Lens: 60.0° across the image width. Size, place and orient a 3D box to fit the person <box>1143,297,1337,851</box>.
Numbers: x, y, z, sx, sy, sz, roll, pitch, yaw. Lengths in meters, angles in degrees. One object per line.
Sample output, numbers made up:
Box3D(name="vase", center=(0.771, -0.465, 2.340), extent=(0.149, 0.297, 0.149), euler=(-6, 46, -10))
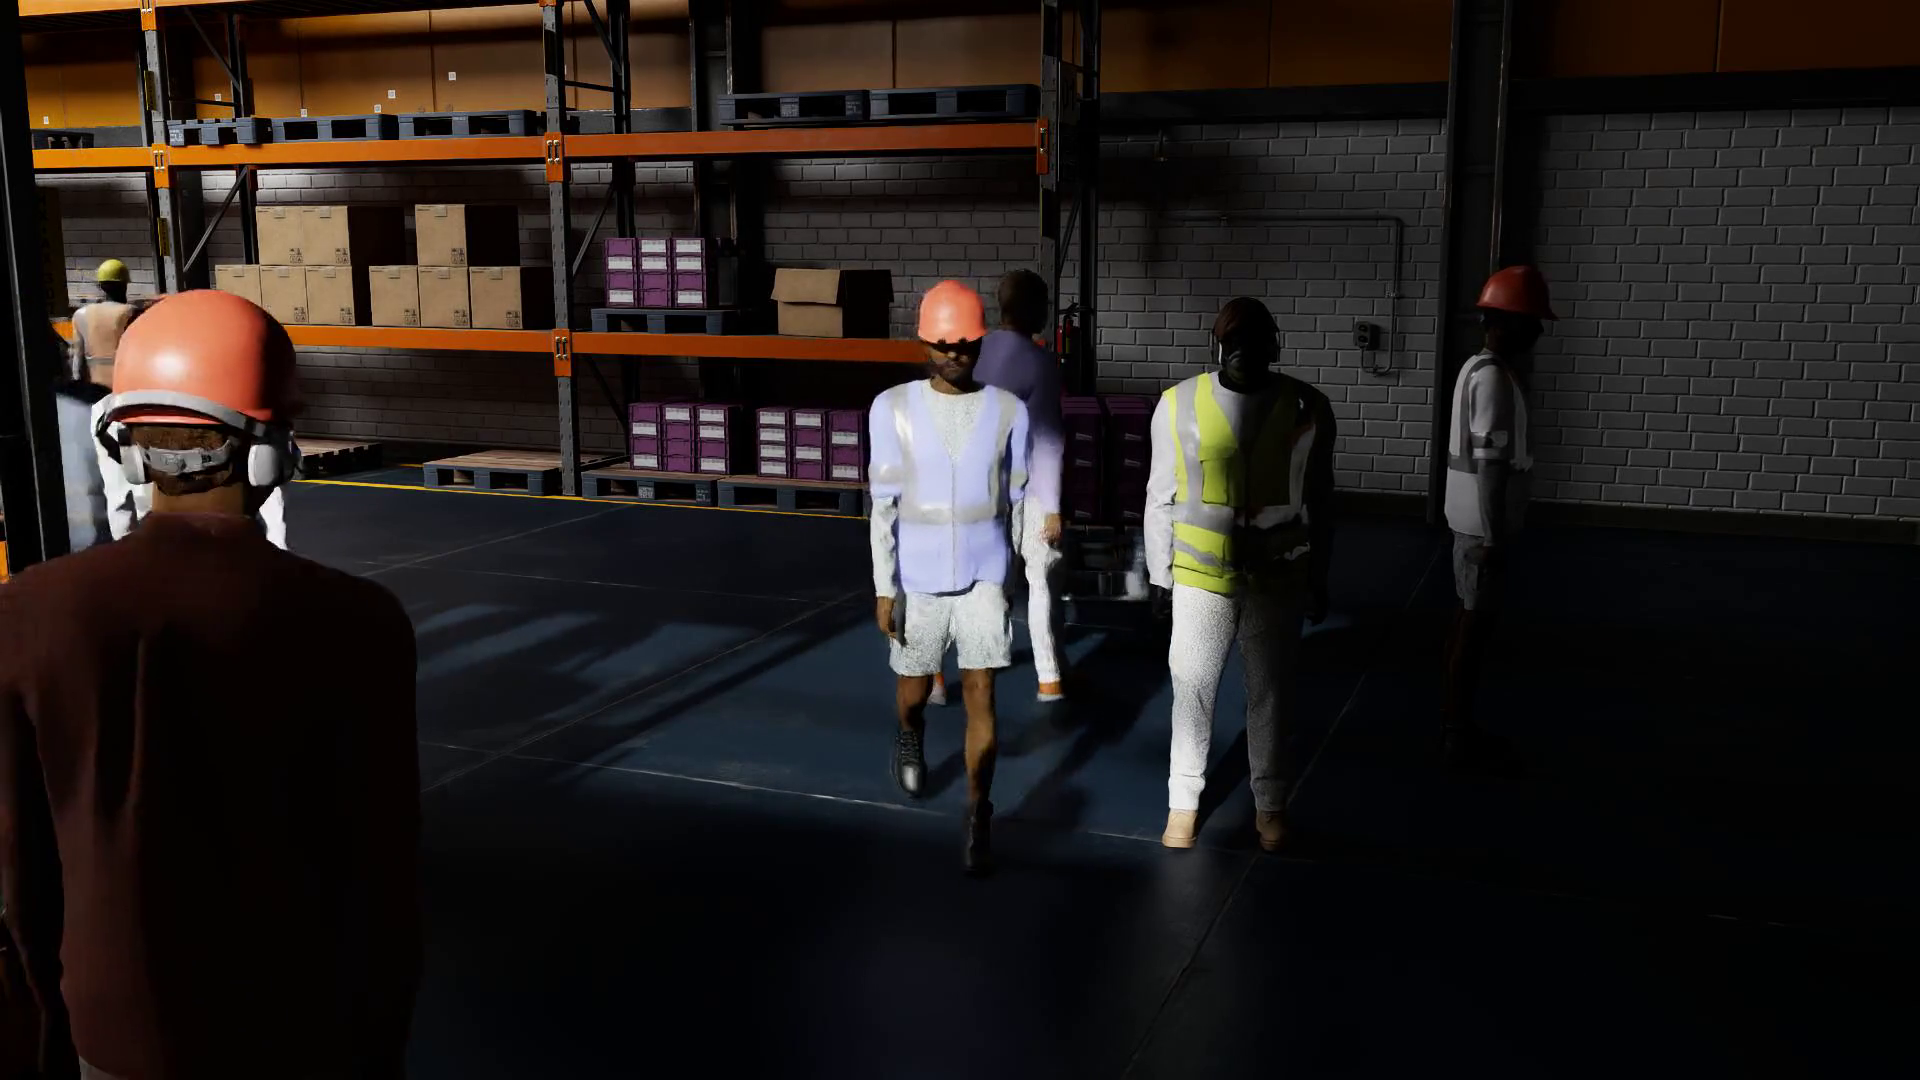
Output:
Box3D(name="person", center=(0.926, 0.123, 5.529), extent=(0.635, 1.842, 0.429), euler=(1, 10, 5))

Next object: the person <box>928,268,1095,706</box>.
Box3D(name="person", center=(0.193, -0.208, 7.178), extent=(0.862, 1.916, 0.645), euler=(-8, 13, -37))

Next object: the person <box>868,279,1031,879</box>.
Box3D(name="person", center=(-0.042, 0.087, 5.555), extent=(0.536, 1.917, 0.821), euler=(-1, 10, -6))

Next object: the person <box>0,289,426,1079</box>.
Box3D(name="person", center=(-1.042, 0.657, 2.244), extent=(0.616, 1.970, 0.820), euler=(0, 10, 1))

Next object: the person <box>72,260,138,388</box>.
Box3D(name="person", center=(-6.311, -1.163, 12.576), extent=(0.609, 1.874, 0.999), euler=(0, 10, -1))

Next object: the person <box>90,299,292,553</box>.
Box3D(name="person", center=(-2.803, 0.037, 6.073), extent=(0.586, 1.831, 1.034), euler=(-8, 13, -38))

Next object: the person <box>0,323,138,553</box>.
Box3D(name="person", center=(-3.417, 0.012, 6.365), extent=(0.618, 1.778, 0.860), euler=(-7, 12, -32))

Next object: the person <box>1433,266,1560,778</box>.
Box3D(name="person", center=(2.048, -0.073, 6.366), extent=(0.373, 1.930, 0.552), euler=(2, 10, 12))
